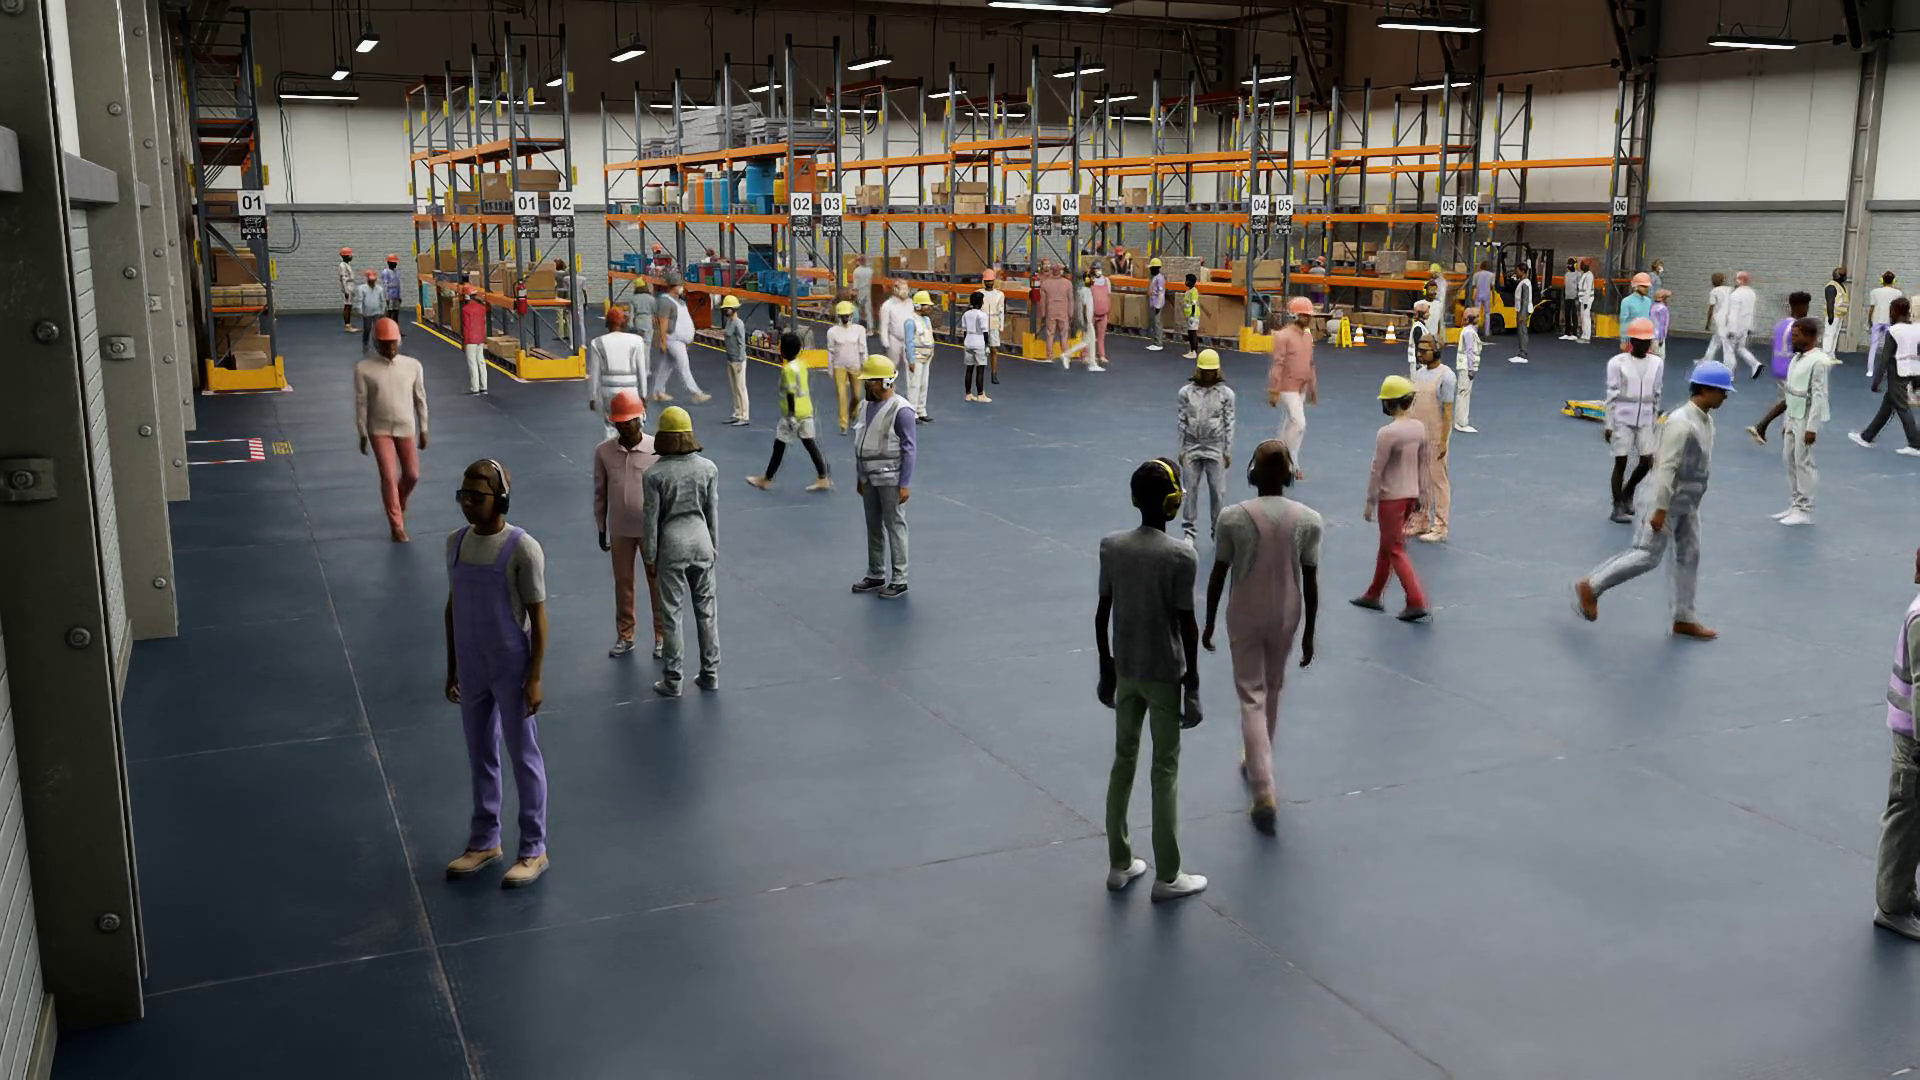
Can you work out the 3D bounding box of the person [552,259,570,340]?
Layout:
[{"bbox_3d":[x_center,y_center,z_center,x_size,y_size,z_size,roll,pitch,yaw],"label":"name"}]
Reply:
[{"bbox_3d":[-9.039,-5.450,37.724,0.389,1.846,0.567,7,13,31],"label":"person"}]

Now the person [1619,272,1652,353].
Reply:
[{"bbox_3d":[10.110,-2.999,24.887,0.622,1.992,0.396,-7,13,-31],"label":"person"}]

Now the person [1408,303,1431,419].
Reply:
[{"bbox_3d":[6.349,-2.453,23.020,0.306,1.640,0.522,3,12,17],"label":"person"}]

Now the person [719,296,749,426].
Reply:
[{"bbox_3d":[-3.069,-2.421,22.557,0.348,1.762,0.569,-5,12,-25],"label":"person"}]

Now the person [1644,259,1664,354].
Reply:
[{"bbox_3d":[14.198,-4.780,34.083,0.363,1.939,0.636,6,13,28],"label":"person"}]

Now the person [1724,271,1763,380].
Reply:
[{"bbox_3d":[13.306,-3.621,28.334,0.649,1.890,0.646,-8,14,-36],"label":"person"}]

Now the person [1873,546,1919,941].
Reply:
[{"bbox_3d":[3.872,0.766,6.662,0.307,1.641,0.513,8,14,35],"label":"person"}]

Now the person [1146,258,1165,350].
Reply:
[{"bbox_3d":[4.116,-4.956,35.005,0.371,1.925,0.595,-1,11,-3],"label":"person"}]

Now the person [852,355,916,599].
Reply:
[{"bbox_3d":[-0.589,-0.475,12.474,0.403,1.830,0.599,-10,15,-40],"label":"person"}]

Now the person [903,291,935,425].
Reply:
[{"bbox_3d":[-0.550,-2.479,22.682,0.403,1.824,0.595,5,12,24],"label":"person"}]

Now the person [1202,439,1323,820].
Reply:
[{"bbox_3d":[1.467,0.413,8.050,0.532,1.804,0.957,0,11,-2],"label":"person"}]

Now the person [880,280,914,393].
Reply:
[{"bbox_3d":[-0.905,-3.029,25.401,0.662,1.857,0.989,-4,12,-19],"label":"person"}]

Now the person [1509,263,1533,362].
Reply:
[{"bbox_3d":[10.884,-4.392,32.161,0.383,1.918,0.591,3,11,14],"label":"person"}]

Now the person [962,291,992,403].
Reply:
[{"bbox_3d":[0.254,-2.930,25.298,0.318,1.698,0.534,-10,15,-43],"label":"person"}]

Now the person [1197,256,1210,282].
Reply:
[{"bbox_3d":[6.373,-6.671,44.206,0.600,1.728,0.384,-4,12,-20],"label":"person"}]

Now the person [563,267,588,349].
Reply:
[{"bbox_3d":[-8.137,-4.961,35.211,0.509,1.862,0.318,-2,11,-10],"label":"person"}]

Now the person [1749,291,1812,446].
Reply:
[{"bbox_3d":[9.997,-2.025,20.048,0.604,1.951,0.633,2,11,9],"label":"person"}]

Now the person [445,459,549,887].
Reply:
[{"bbox_3d":[-2.002,0.568,7.144,0.506,1.847,0.345,5,12,22],"label":"person"}]

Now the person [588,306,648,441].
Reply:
[{"bbox_3d":[-3.700,-1.579,17.966,0.655,1.875,0.430,-2,11,-10],"label":"person"}]

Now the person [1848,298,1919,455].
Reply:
[{"bbox_3d":[11.267,-1.984,20.085,0.599,1.856,1.043,-6,13,-28],"label":"person"}]

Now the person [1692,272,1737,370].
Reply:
[{"bbox_3d":[14.042,-4.034,30.685,0.520,1.797,0.910,-7,13,-32],"label":"person"}]

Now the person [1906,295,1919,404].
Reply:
[{"bbox_3d":[14.610,-3.054,25.161,0.612,1.997,0.375,-3,11,-13],"label":"person"}]

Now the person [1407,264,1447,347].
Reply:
[{"bbox_3d":[10.098,-5.008,35.632,0.942,1.775,0.607,-5,12,-22],"label":"person"}]

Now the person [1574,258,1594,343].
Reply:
[{"bbox_3d":[13.904,-5.316,36.977,0.350,1.877,0.577,2,11,10],"label":"person"}]

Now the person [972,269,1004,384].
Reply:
[{"bbox_3d":[0.483,-3.587,28.020,0.543,1.939,0.360,-1,11,-7],"label":"person"}]

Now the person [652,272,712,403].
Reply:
[{"bbox_3d":[-4.298,-3.102,25.298,1.007,2.000,0.692,2,11,8],"label":"person"}]

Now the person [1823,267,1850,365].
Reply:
[{"bbox_3d":[16.719,-4.271,31.747,0.429,1.844,0.627,11,15,43],"label":"person"}]

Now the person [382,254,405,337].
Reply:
[{"bbox_3d":[-13.170,-5.672,38.664,0.396,1.930,0.539,3,12,15],"label":"person"}]

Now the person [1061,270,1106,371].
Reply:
[{"bbox_3d":[2.264,-3.994,30.326,0.752,1.848,0.525,2,11,12],"label":"person"}]

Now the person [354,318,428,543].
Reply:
[{"bbox_3d":[-5.043,-0.991,14.745,0.622,1.971,0.693,-7,13,-31],"label":"person"}]

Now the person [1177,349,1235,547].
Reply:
[{"bbox_3d":[2.085,-0.760,14.186,0.487,1.736,0.332,2,11,11],"label":"person"}]

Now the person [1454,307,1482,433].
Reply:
[{"bbox_3d":[6.703,-2.243,21.950,0.310,1.642,0.514,2,11,10],"label":"person"}]

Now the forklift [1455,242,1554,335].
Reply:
[{"bbox_3d":[13.047,-6.049,39.881,2.313,2.155,1.214,-5,12,-23],"label":"forklift"}]

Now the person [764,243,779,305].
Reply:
[{"bbox_3d":[-5.732,-8.288,51.784,0.619,1.978,1.048,8,14,36],"label":"person"}]
